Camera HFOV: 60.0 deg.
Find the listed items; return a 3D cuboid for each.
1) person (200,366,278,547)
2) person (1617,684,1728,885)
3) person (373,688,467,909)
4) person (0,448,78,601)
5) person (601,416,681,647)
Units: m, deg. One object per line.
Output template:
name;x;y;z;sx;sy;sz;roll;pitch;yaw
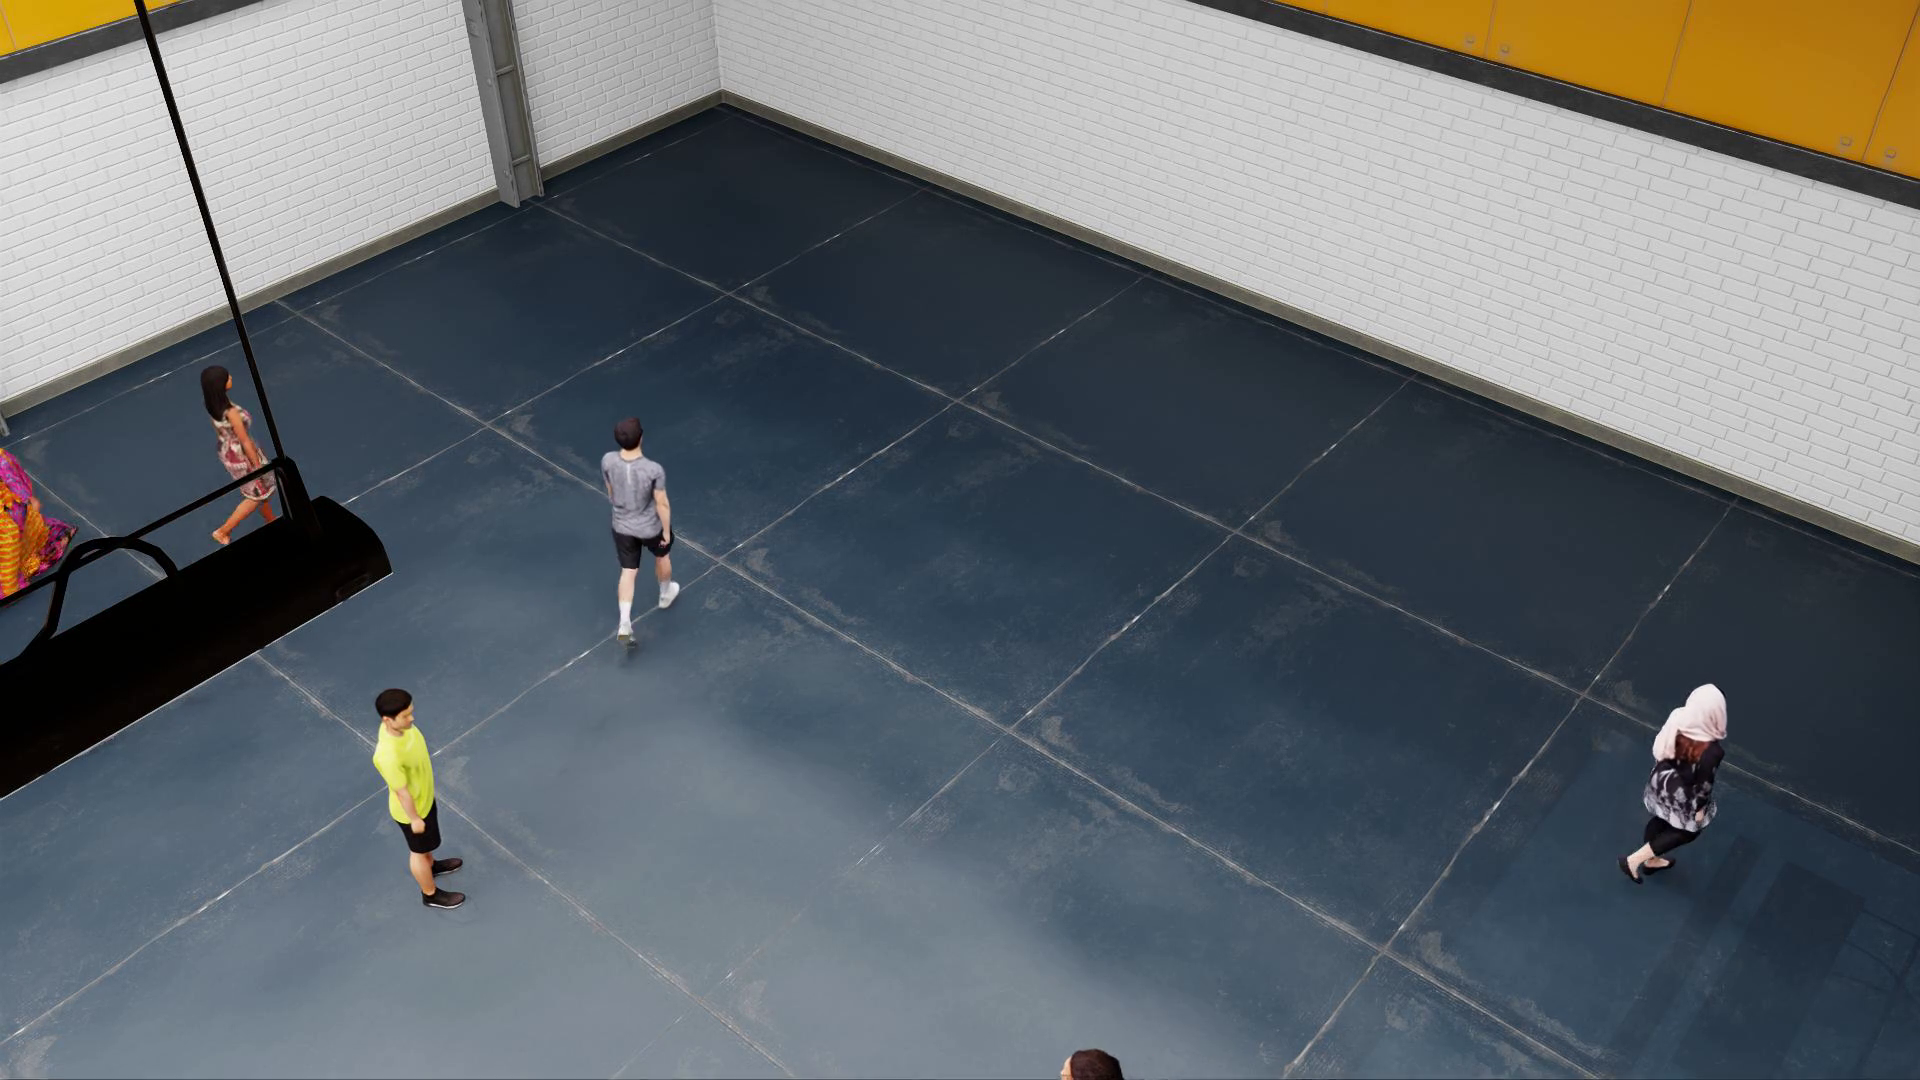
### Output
person;-5.709;-0.607;13.054;0.927;1.631;0.689;-32;48;-33
person;4.414;1.554;10.351;0.894;1.627;0.827;-9;39;-11
person;-3.388;1.580;10.255;0.737;1.706;0.705;-8;39;-9
person;-7.343;-0.263;12.617;0.855;1.639;1.221;16;41;19
person;-2.397;-0.056;12.201;1.019;1.835;1.218;6;39;7
